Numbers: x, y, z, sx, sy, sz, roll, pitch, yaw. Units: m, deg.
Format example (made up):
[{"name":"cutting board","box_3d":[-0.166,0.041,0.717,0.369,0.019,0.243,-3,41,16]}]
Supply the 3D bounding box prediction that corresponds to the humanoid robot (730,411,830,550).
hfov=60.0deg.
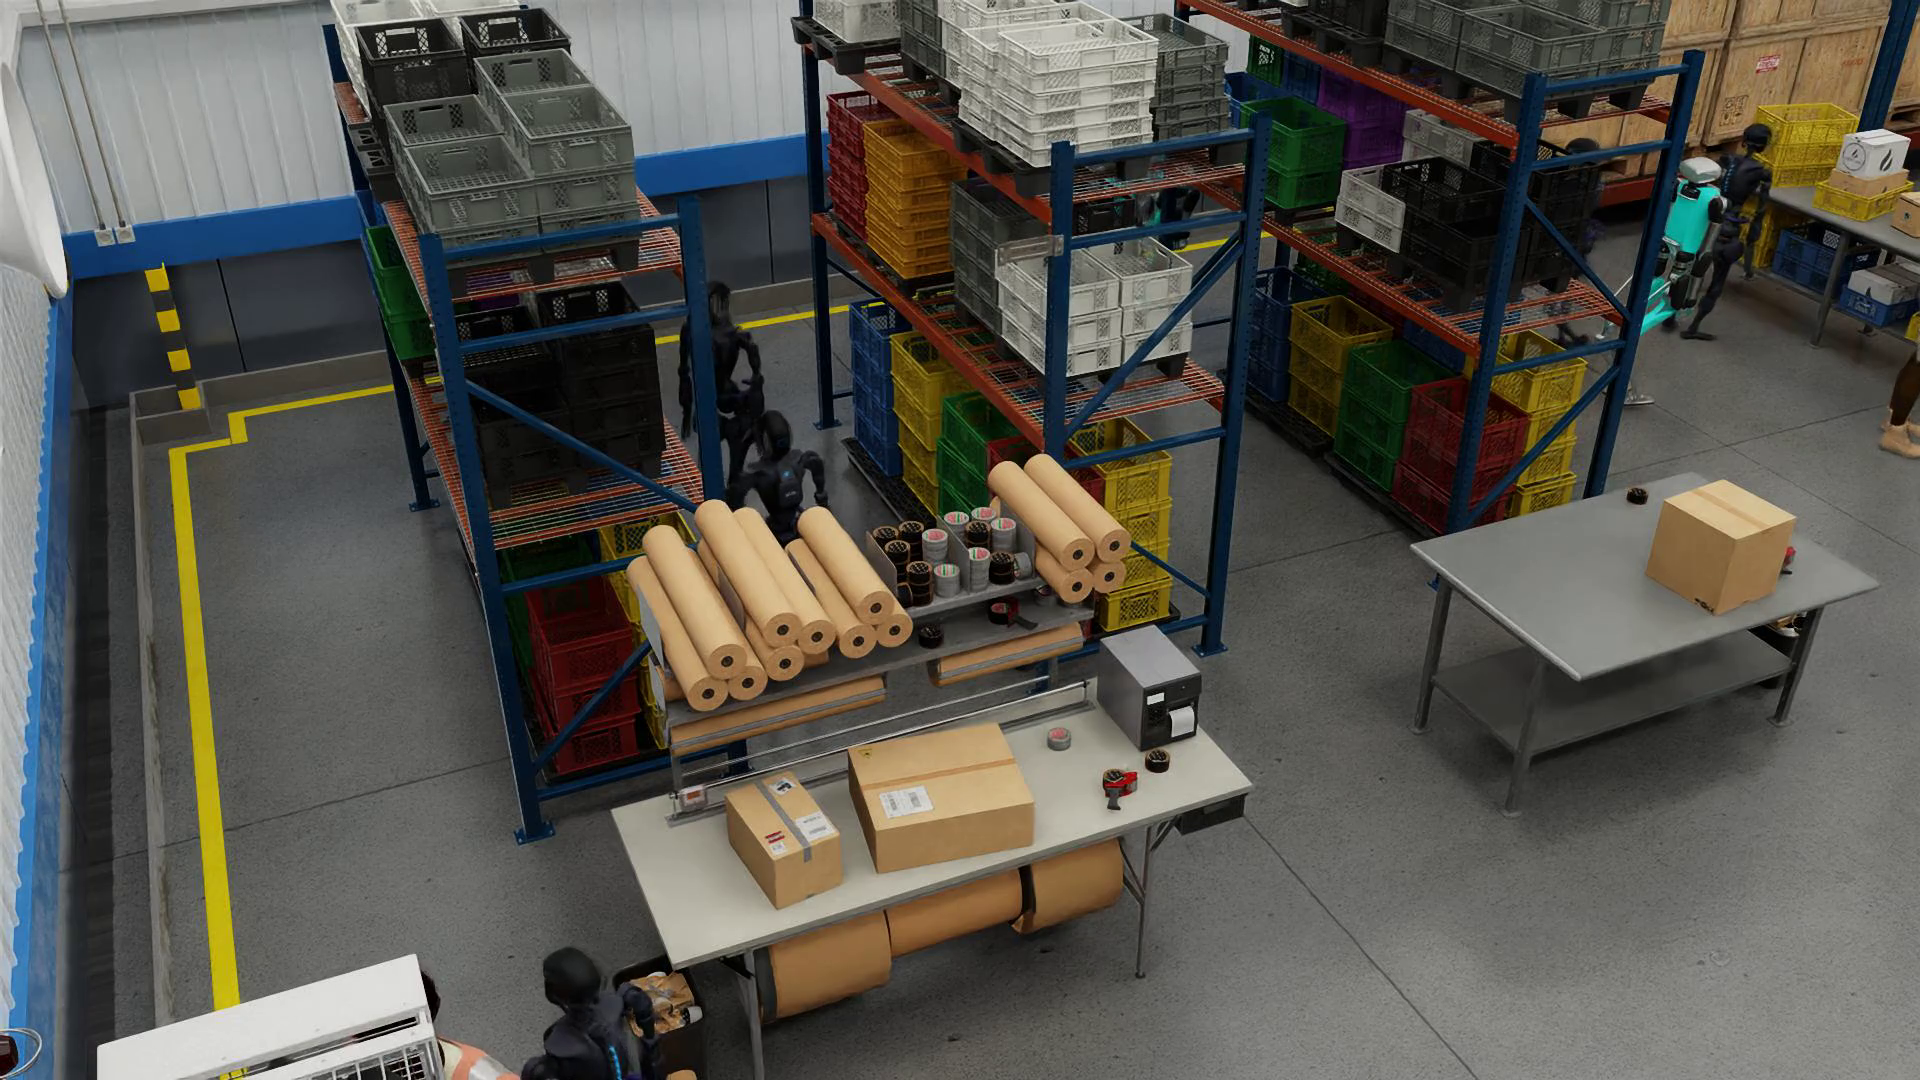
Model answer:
[{"name":"humanoid robot","box_3d":[-0.905,0.056,8.537,0.596,1.649,0.384,-20,37,-29]}]

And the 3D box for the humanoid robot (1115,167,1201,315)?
[{"name":"humanoid robot","box_3d":[1.445,-2.333,12.412,0.744,1.833,0.562,-11,33,-17]}]

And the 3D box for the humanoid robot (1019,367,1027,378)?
[{"name":"humanoid robot","box_3d":[0.456,-1.966,11.742,0.565,1.735,0.853,25,40,35]}]

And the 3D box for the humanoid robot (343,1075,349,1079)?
[{"name":"humanoid robot","box_3d":[-1.882,2.193,5.076,0.772,1.838,0.544,21,37,30]}]

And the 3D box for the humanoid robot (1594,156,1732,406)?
[{"name":"humanoid robot","box_3d":[4.664,-1.725,11.279,0.739,1.698,0.533,-10,33,-16]}]

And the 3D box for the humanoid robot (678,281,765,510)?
[{"name":"humanoid robot","box_3d":[-1.388,-0.755,9.870,0.592,1.647,0.473,11,33,17]}]

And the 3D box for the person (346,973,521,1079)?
[{"name":"person","box_3d":[-1.544,2.023,5.067,0.612,1.962,0.362,10,33,15]}]

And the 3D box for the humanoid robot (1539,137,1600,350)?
[{"name":"humanoid robot","box_3d":[4.456,-2.118,12.063,0.394,1.639,0.609,13,34,21]}]

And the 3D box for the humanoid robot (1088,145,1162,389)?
[{"name":"humanoid robot","box_3d":[1.168,-1.797,11.532,0.548,1.840,0.663,-23,38,-32]}]

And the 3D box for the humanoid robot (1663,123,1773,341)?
[{"name":"humanoid robot","box_3d":[5.630,-2.280,12.326,0.372,1.642,0.599,-16,35,-24]}]

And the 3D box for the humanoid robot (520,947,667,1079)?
[{"name":"humanoid robot","box_3d":[-1.160,1.959,5.447,0.323,1.647,0.609,21,37,30]}]

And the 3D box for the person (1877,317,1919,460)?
[{"name":"person","box_3d":[6.406,-1.514,10.739,0.388,2.040,0.613,14,34,22]}]
